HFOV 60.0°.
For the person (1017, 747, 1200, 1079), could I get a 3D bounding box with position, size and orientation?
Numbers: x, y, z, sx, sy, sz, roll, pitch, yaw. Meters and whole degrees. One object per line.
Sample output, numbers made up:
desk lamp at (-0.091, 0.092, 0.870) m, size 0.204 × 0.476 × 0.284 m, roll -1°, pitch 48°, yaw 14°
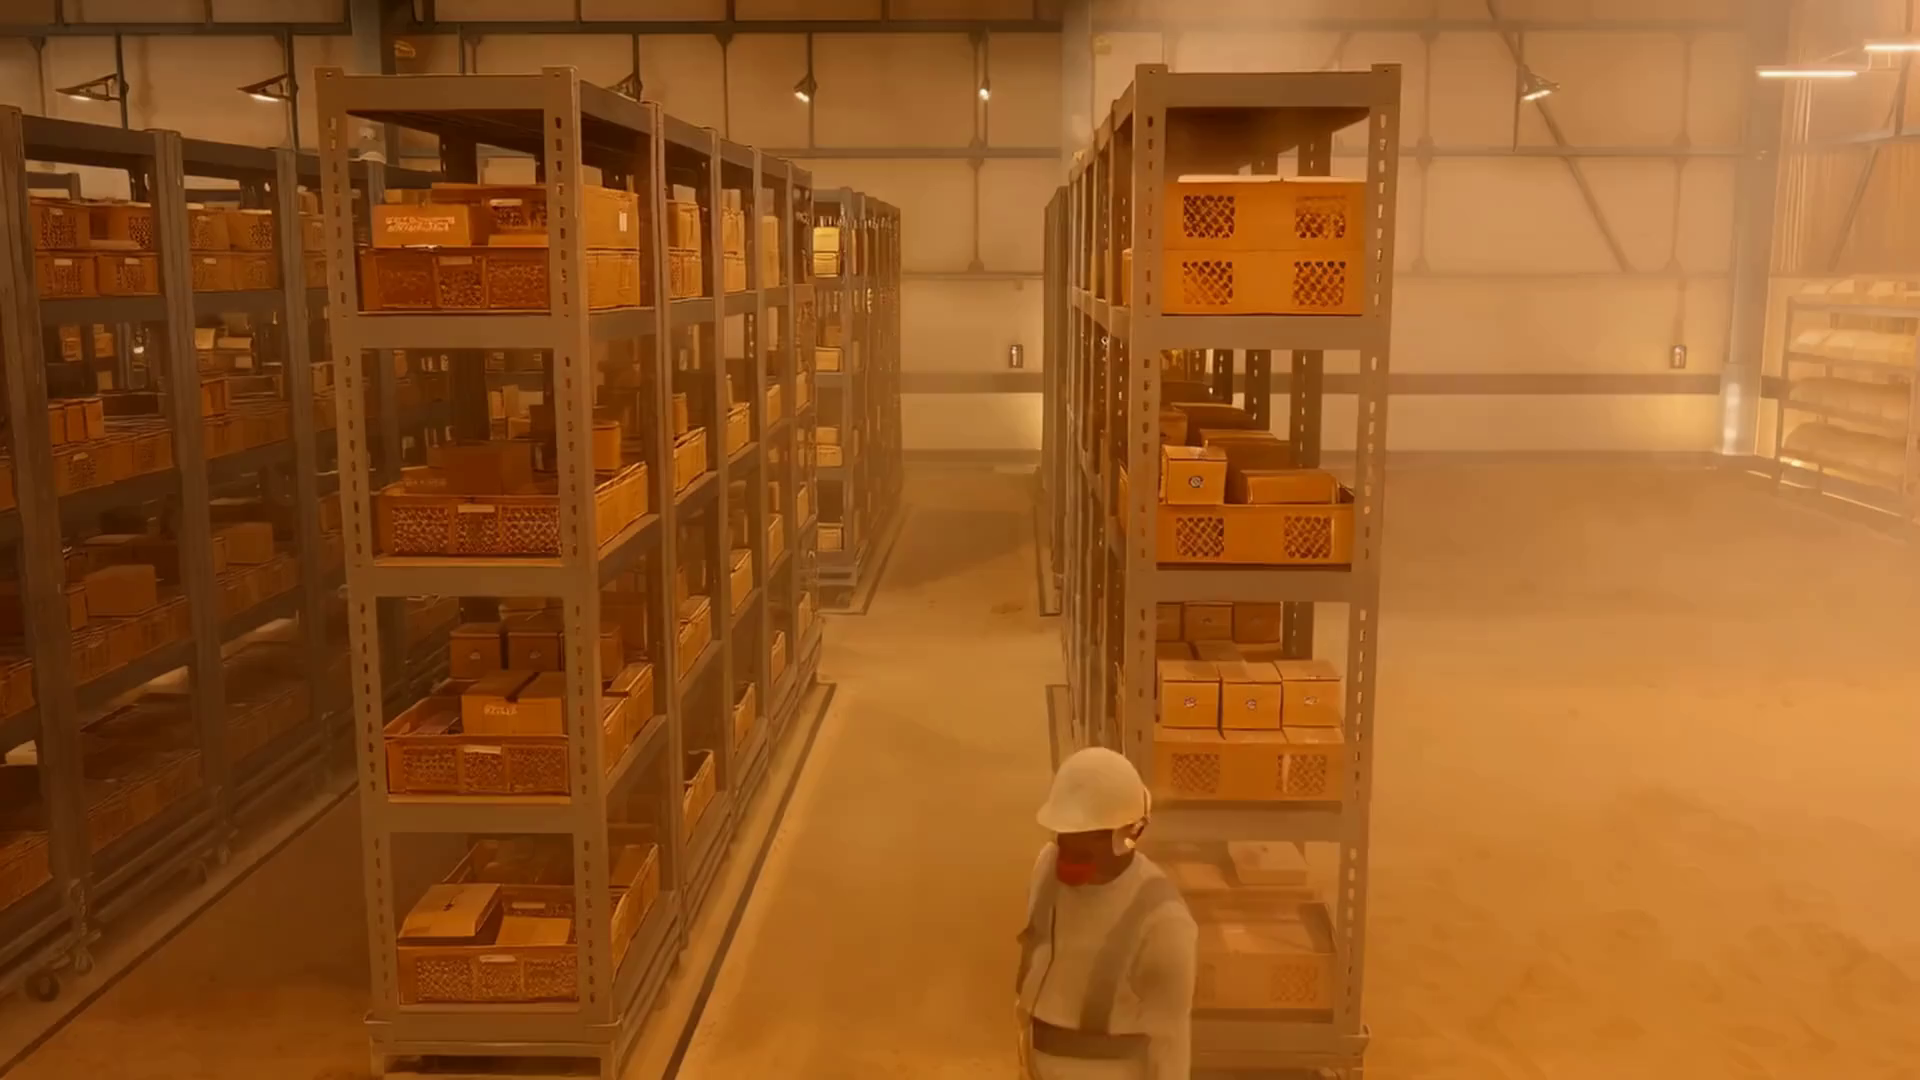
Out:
person at (0.408, 1.395, 4.358) m, size 0.529 × 1.814 × 0.604 m, roll -6°, pitch 11°, yaw -30°
